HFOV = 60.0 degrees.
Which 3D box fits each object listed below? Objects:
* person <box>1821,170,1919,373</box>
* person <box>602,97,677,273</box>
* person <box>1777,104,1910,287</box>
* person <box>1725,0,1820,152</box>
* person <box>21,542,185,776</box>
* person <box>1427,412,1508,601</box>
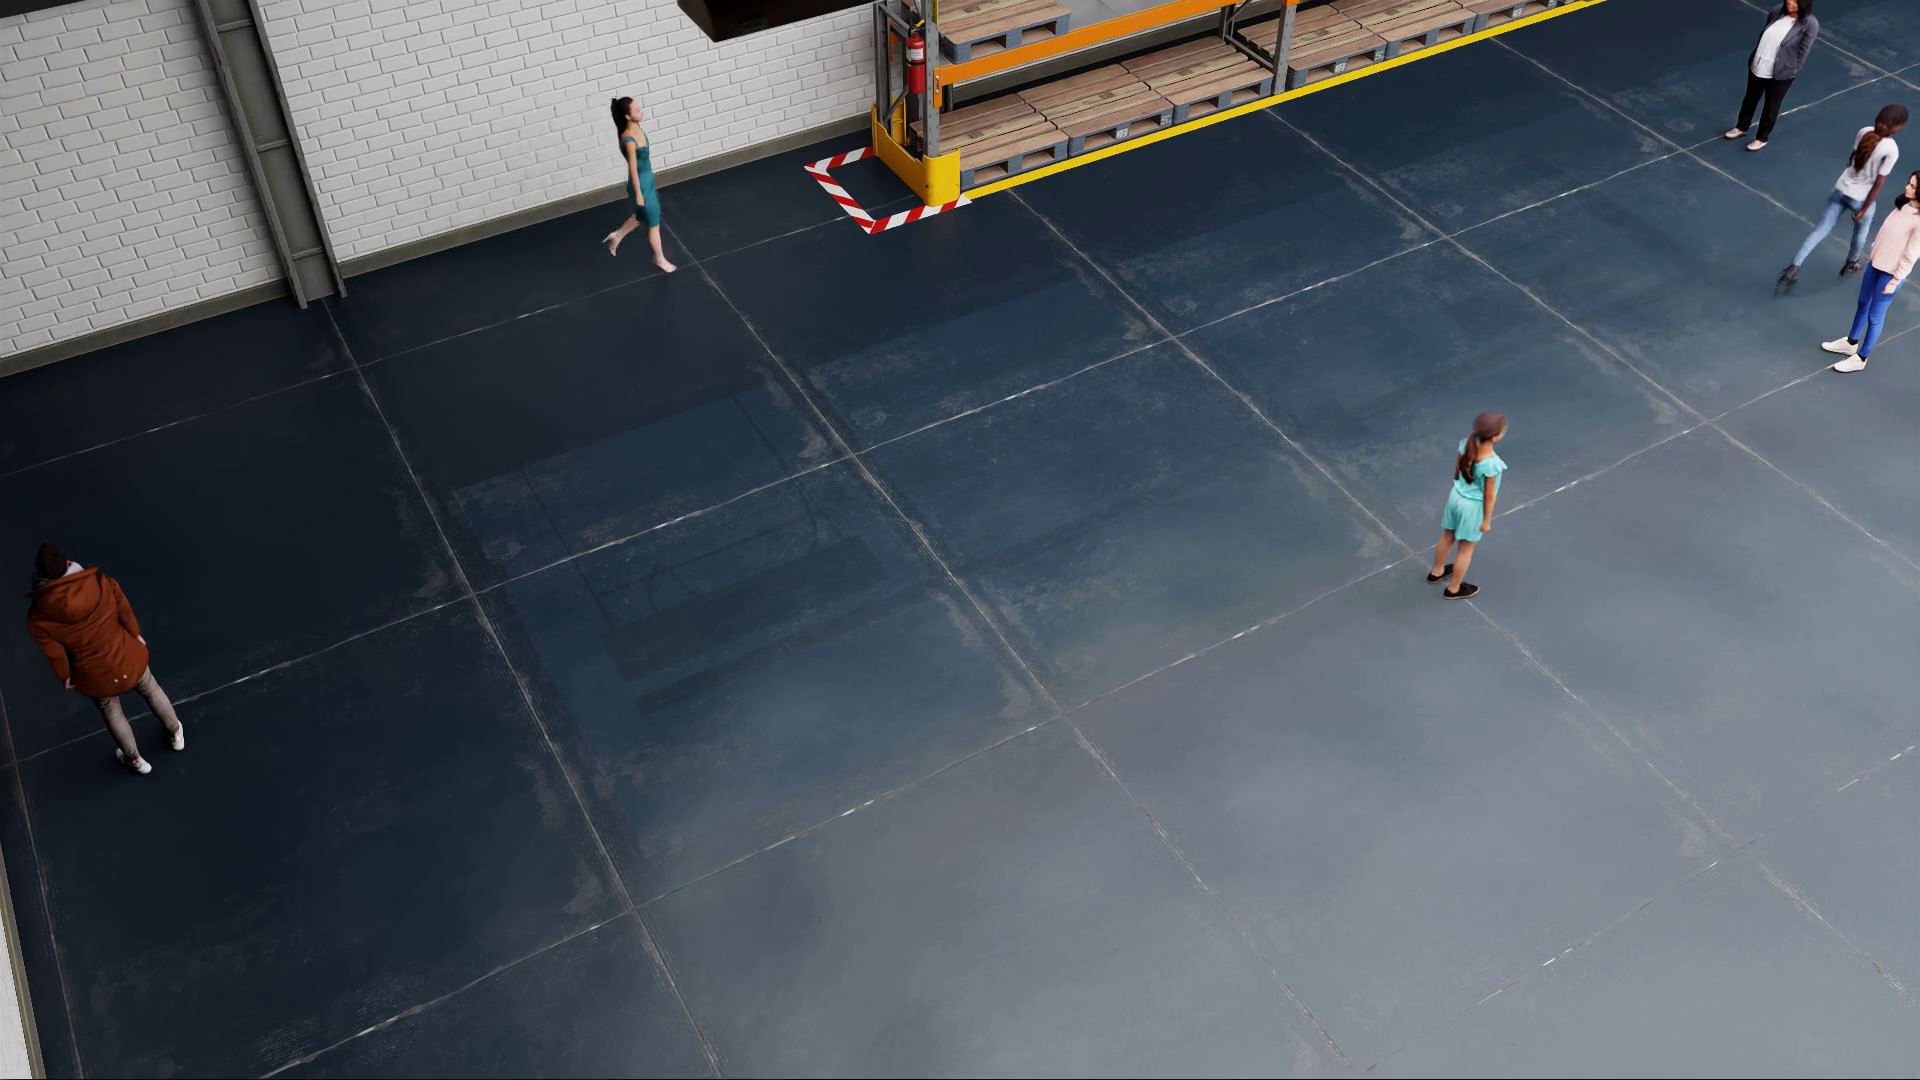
[{"bbox_3d":[7.249,-2.101,12.993,0.737,1.768,0.731,2,44,2],"label":"person"},{"bbox_3d":[-2.743,-2.961,13.965,0.924,1.671,0.785,-1,44,-1],"label":"person"},{"bbox_3d":[7.333,-2.811,13.806,1.161,1.672,0.584,-20,47,-20],"label":"person"},{"bbox_3d":[7.632,-4.431,15.563,0.672,1.595,0.674,-26,50,-25],"label":"person"},{"bbox_3d":[-5.144,0.705,9.995,0.849,1.839,0.734,34,53,30],"label":"person"},{"bbox_3d":[3.430,-0.245,11.195,0.561,1.559,0.556,-18,47,-18],"label":"person"}]
